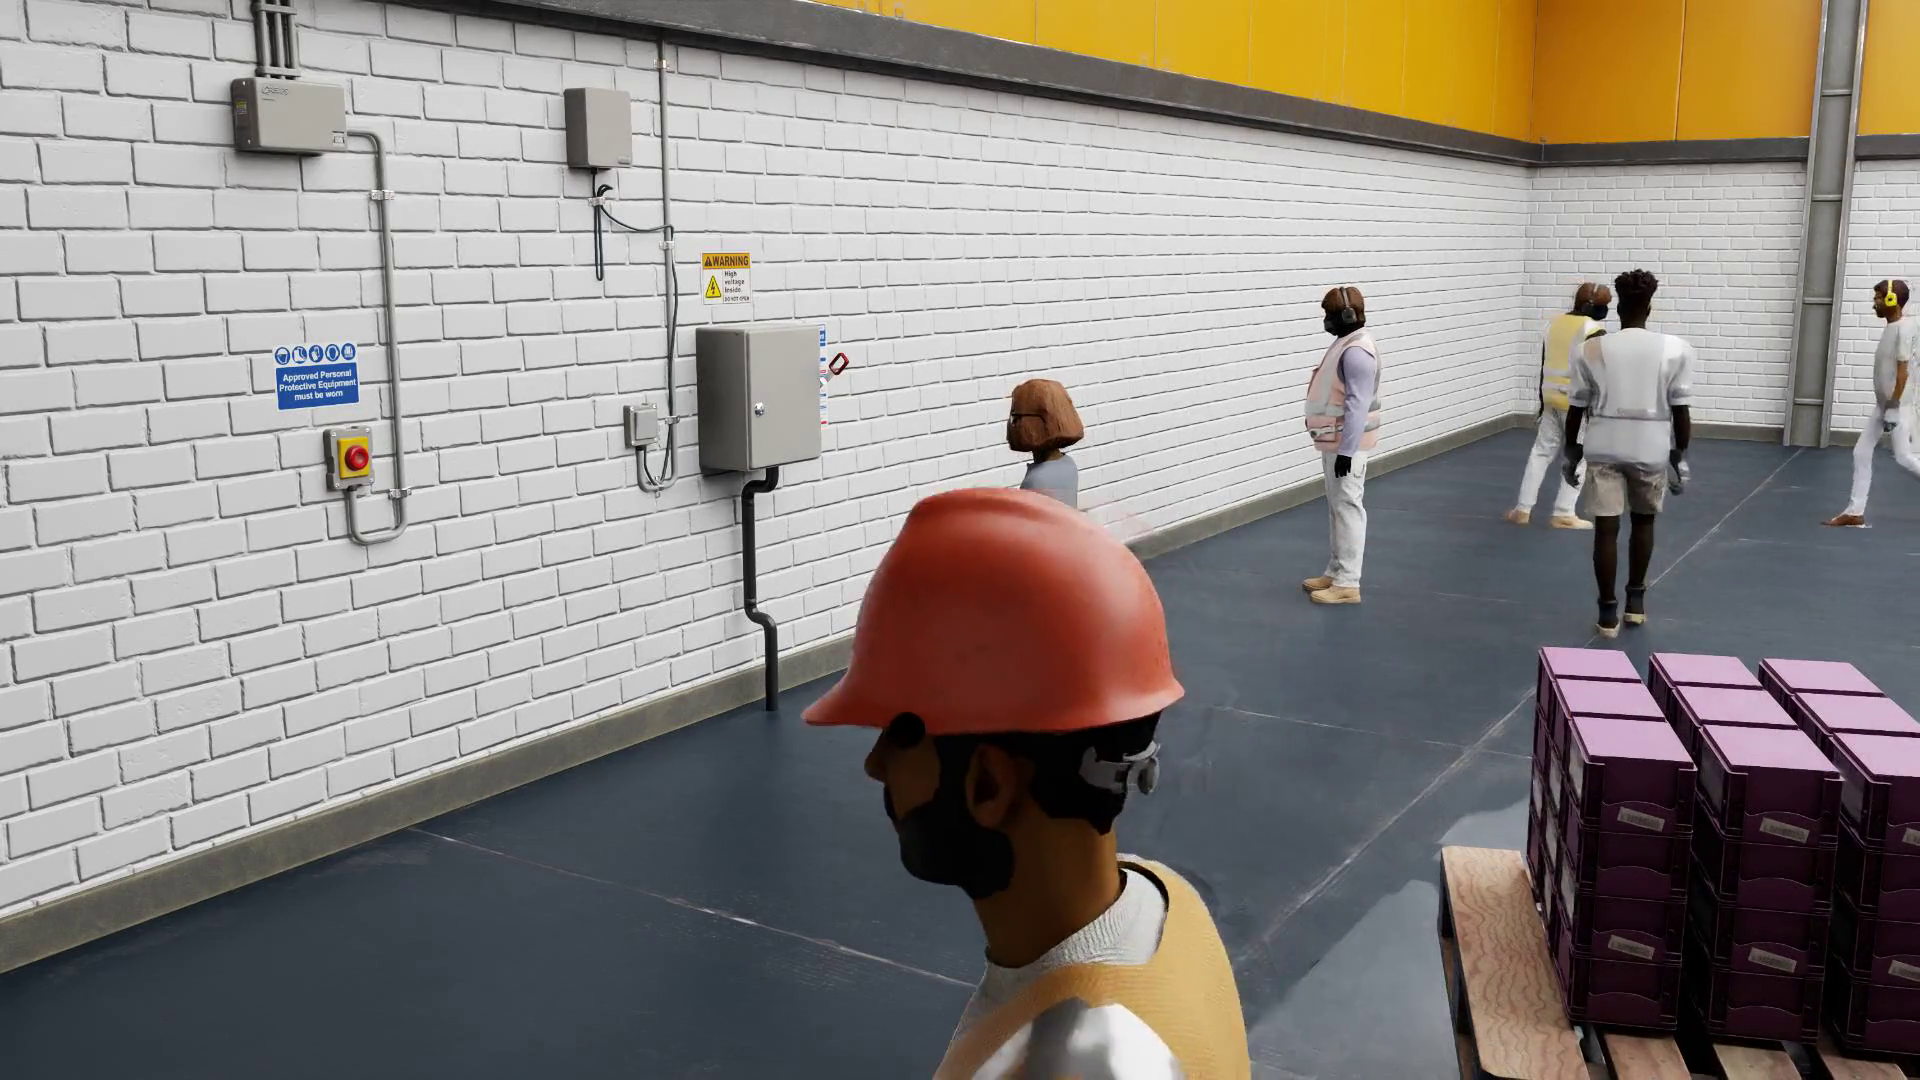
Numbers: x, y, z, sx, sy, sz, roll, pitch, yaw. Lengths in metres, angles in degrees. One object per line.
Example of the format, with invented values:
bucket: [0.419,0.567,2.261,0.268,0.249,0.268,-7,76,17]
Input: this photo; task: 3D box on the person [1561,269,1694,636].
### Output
person: [3.588,-0.478,8.970,0.643,1.943,0.690,4,11,19]

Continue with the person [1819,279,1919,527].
person: [6.846,-0.975,12.085,0.882,1.828,0.564,2,10,13]

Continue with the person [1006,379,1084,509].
person: [0.279,0.262,5.744,0.284,1.633,0.500,2,10,13]

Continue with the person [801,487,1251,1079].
person: [0.158,0.907,1.402,0.691,1.917,0.541,2,10,12]

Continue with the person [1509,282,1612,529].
person: [4.413,-0.973,12.165,0.520,1.804,0.745,-3,11,-16]

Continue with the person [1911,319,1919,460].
person: [9.284,-1.562,15.841,0.517,1.637,0.309,0,10,0]

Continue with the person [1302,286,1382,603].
person: [2.219,-0.551,9.693,0.429,1.839,0.623,1,10,6]
